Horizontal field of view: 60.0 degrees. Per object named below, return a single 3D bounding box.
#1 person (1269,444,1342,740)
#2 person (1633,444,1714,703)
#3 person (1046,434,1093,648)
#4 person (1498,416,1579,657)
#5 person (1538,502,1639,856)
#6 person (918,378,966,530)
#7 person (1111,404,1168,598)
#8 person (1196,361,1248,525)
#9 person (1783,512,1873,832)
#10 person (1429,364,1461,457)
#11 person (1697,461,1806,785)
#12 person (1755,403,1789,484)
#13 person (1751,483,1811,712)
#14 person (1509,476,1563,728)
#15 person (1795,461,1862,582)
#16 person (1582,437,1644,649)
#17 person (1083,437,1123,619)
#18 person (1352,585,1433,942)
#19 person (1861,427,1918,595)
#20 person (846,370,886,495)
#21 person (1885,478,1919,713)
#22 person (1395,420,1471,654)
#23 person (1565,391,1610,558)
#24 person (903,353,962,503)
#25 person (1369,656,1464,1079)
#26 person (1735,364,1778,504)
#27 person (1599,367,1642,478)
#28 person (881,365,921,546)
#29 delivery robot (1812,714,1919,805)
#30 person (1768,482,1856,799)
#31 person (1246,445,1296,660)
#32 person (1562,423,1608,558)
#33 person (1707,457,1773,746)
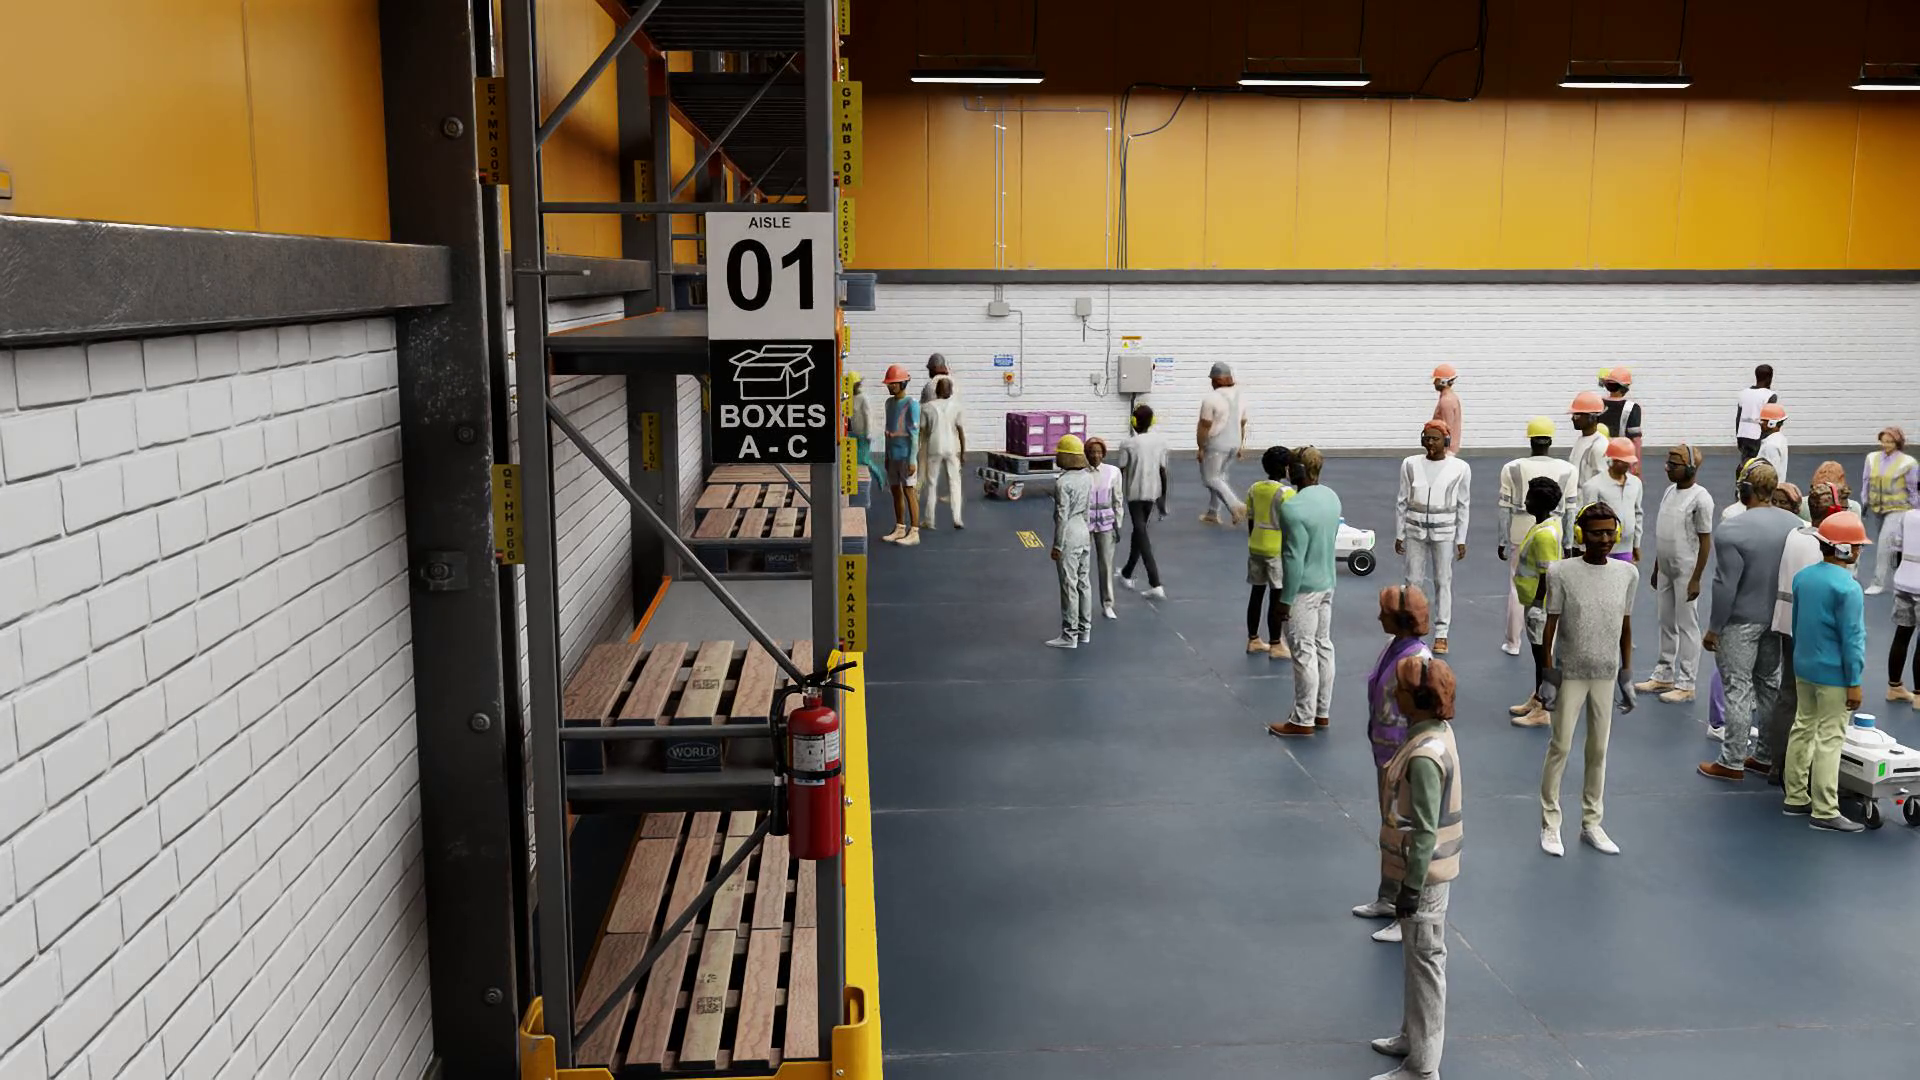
[{"bbox_3d":[2.264,0.339,10.908,0.379,1.940,0.629,7,12,39],"label":"person"},{"bbox_3d":[5.111,0.236,11.846,0.345,1.847,0.504,-2,9,-12],"label":"person"},{"bbox_3d":[0.893,0.007,13.607,0.299,1.743,0.488,6,11,33],"label":"person"},{"bbox_3d":[4.581,-0.021,13.236,0.586,1.919,0.396,2,9,13],"label":"person"},{"bbox_3d":[3.287,0.724,8.707,0.508,1.872,0.329,-1,9,-4],"label":"person"},{"bbox_3d":[-0.259,-1.004,19.728,0.677,1.827,0.486,-2,9,-13],"label":"person"},{"bbox_3d":[1.692,-0.381,15.811,0.536,1.819,0.976,-5,10,-27],"label":"person"},{"bbox_3d":[3.167,-1.162,20.010,0.688,2.000,0.765,-7,12,-38],"label":"person"},{"bbox_3d":[4.784,0.712,9.141,0.324,1.752,0.562,-1,9,-4],"label":"person"},{"bbox_3d":[5.708,-1.083,19.657,0.396,1.992,0.623,3,10,20],"label":"person"},{"bbox_3d":[4.716,0.494,9.934,0.629,1.940,0.373,-3,10,-20],"label":"person"},{"bbox_3d":[8.127,-0.499,16.745,0.324,1.752,0.561,5,10,29],"label":"person"},{"bbox_3d":[5.574,0.419,11.340,0.518,1.639,0.312,8,12,39],"label":"person"},{"bbox_3d":[3.892,0.414,11.190,0.320,1.697,0.532,3,10,18],"label":"person"},{"bbox_3d":[6.563,0.213,12.654,0.500,1.633,0.282,7,11,36],"label":"person"},{"bbox_3d":[5.284,0.035,13.443,0.573,1.741,0.355,-3,10,-19],"label":"person"},{"bbox_3d":[1.171,-0.098,14.636,0.516,1.629,0.322,-1,9,-7],"label":"person"},{"bbox_3d":[2.017,1.013,7.622,0.305,1.637,0.522,0,9,-2],"label":"person"},{"bbox_3d":[8.941,-0.295,15.908,0.733,1.607,0.506,-4,10,-24],"label":"person"},{"bbox_3d":[-1.355,-1.468,22.883,0.543,1.747,0.543,-7,12,-39],"label":"person"},{"bbox_3d":[6.725,0.348,11.607,0.321,1.696,0.536,-1,9,-6],"label":"person"},{"bbox_3d":[3.790,-0.028,13.389,0.574,1.883,0.355,5,10,27],"label":"person"},{"bbox_3d":[5.360,-0.256,14.318,0.375,2.043,0.610,0,9,2],"label":"person"},{"bbox_3d":[-0.367,-1.514,22.225,0.942,2.000,0.717,6,11,32],"label":"person"},{"bbox_3d":[1.716,1.235,6.218,0.309,1.641,0.514,3,9,16],"label":"person"},{"bbox_3d":[10.084,-1.271,21.090,0.372,1.914,0.597,-3,10,-18],"label":"person"},{"bbox_3d":[7.137,-0.870,18.168,0.614,2.042,0.373,9,13,43],"label":"person"},{"bbox_3d":[-0.684,-0.949,18.710,0.405,2.034,0.608,-6,11,-35],"label":"person"},{"bbox_3d":[5.084,1.226,9.378,0.477,0.478,0.707,-2,9,-11],"label":"delivery robot"},{"bbox_3d":[4.962,0.578,9.691,0.379,1.844,0.570,-2,9,-11],"label":"person"},{"bbox_3d":[2.469,0.098,13.179,0.321,1.696,0.537,-5,10,-29],"label":"person"},{"bbox_3d":[5.674,-0.204,14.975,0.367,1.725,0.538,-7,12,-39],"label":"person"},{"bbox_3d":[5.101,0.391,10.808,0.328,1.869,0.513,9,12,43],"label":"person"}]
